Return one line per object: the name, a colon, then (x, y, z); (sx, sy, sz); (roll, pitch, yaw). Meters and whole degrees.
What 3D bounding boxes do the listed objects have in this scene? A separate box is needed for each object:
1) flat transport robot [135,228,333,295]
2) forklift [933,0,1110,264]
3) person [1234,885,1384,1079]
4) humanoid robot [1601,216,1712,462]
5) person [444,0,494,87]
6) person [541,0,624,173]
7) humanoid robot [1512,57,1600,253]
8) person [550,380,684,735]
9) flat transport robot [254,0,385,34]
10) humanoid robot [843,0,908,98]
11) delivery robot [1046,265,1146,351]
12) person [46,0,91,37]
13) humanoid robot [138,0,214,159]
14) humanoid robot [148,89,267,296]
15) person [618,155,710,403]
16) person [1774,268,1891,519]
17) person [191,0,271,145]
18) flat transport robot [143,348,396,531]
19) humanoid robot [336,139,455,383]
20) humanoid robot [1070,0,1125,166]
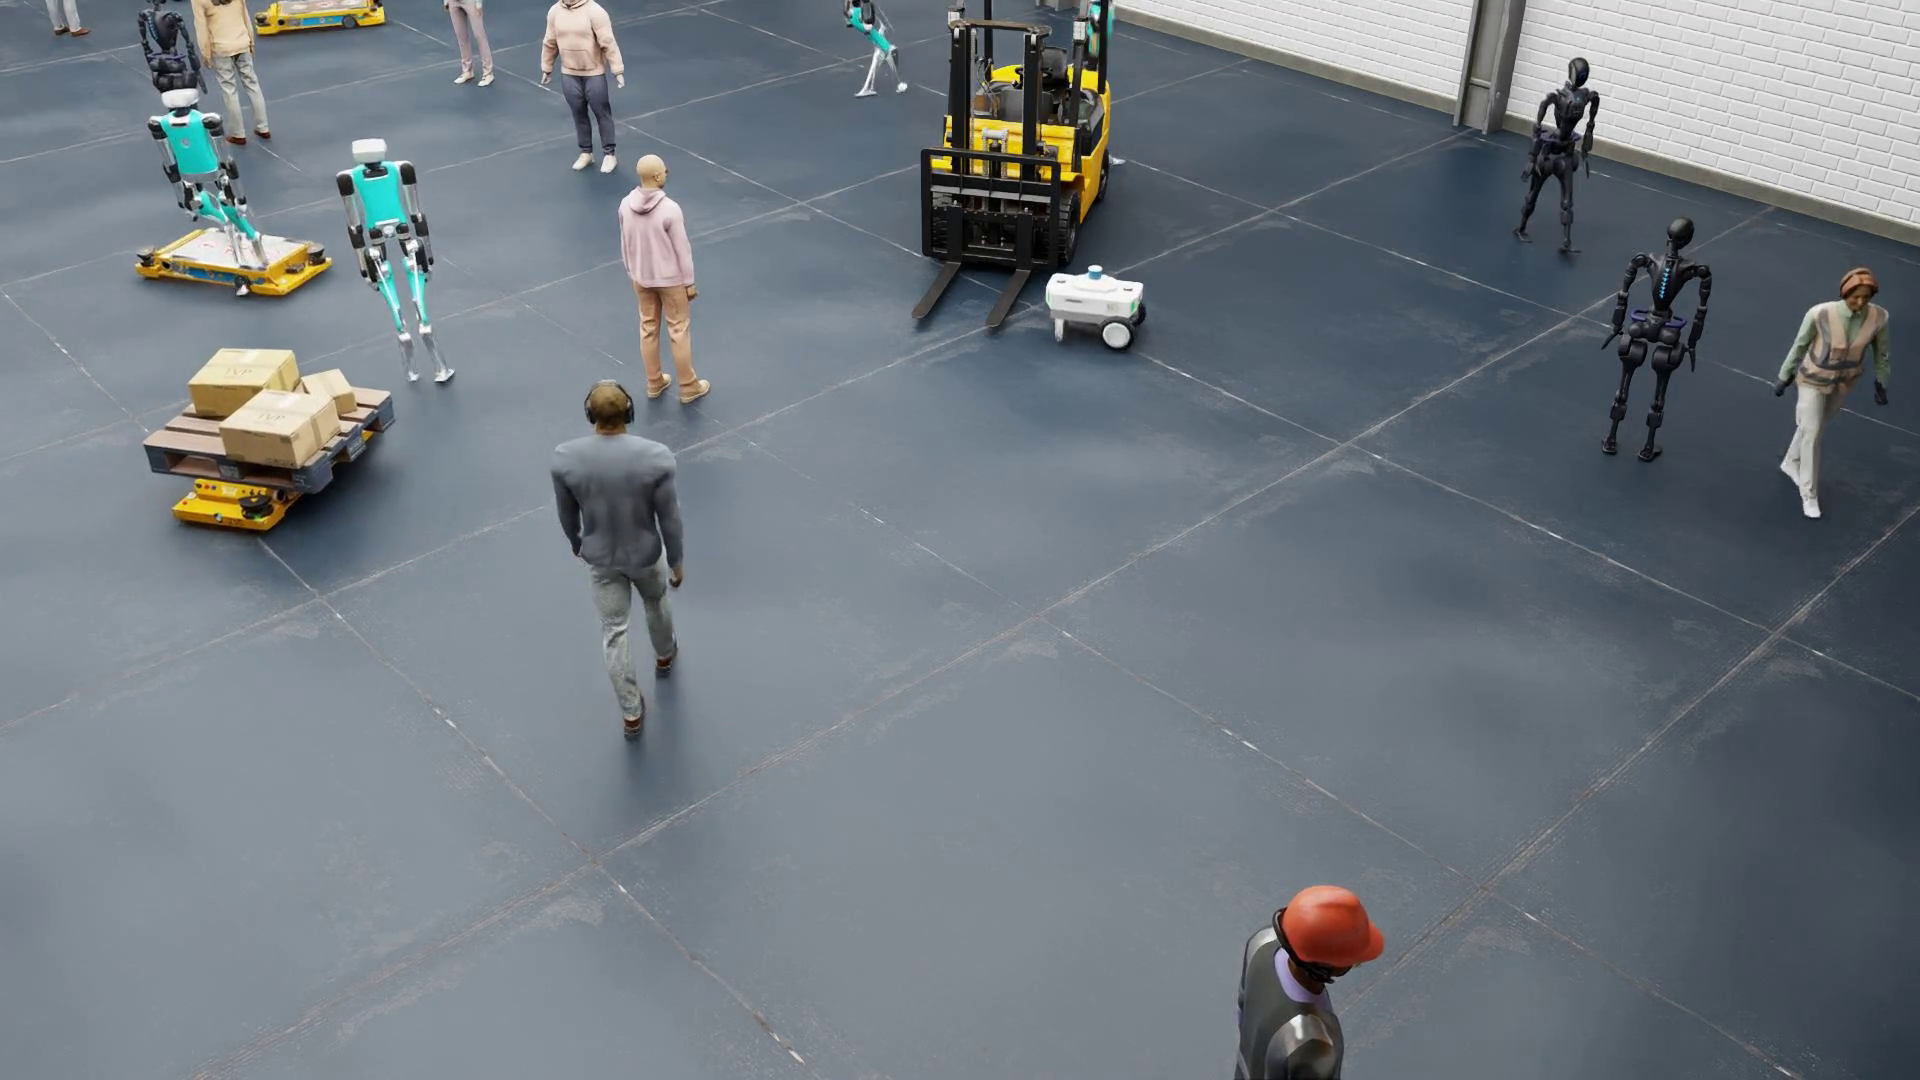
flat transport robot: (-5.991, -2.303, 13.712); (1.431, 0.231, 0.659); (10, 34, 15)
forklift: (0.570, -3.725, 14.138); (1.214, 2.155, 2.313); (9, 34, 13)
person: (1.112, 1.924, 5.593); (0.389, 2.040, 0.613); (-5, 33, -7)
humanoid robot: (4.541, -1.327, 10.908); (0.599, 1.657, 0.315); (17, 37, 25)
person: (-5.246, -5.684, 17.544); (0.520, 1.759, 0.331); (13, 35, 19)
person: (-3.483, -4.355, 15.416); (0.820, 1.855, 0.430); (6, 34, 10)
humanoid robot: (4.982, -3.189, 13.809); (0.589, 1.624, 0.738); (-7, 34, -10)
person: (-1.743, 0.019, 8.653); (0.633, 1.894, 0.916); (-5, 33, -7)
flat transport robot: (-7.608, -6.254, 19.785); (1.431, 0.231, 0.659); (-10, 34, -15)
humanoid robot: (-0.845, -5.451, 17.278); (0.864, 1.848, 0.530); (-16, 36, -23)
delivery robot: (1.051, -1.777, 12.659); (0.784, 0.613, 0.523); (9, 34, 13)
person: (-10.402, -6.607, 19.067); (0.473, 1.642, 0.334); (7, 34, 11)
humanoid robot: (-7.411, -4.416, 15.667); (0.593, 1.652, 0.320); (8, 34, 12)
humanoid robot: (-5.813, -2.682, 13.039); (0.543, 1.875, 0.755); (-2, 33, -4)
person: (-2.082, -1.790, 11.538); (0.522, 1.781, 0.406); (12, 35, 18)
person: (5.466, -0.934, 10.373); (0.628, 1.599, 0.770); (-1, 33, -1)
person: (-7.039, -4.746, 16.007); (0.404, 1.871, 0.558); (24, 40, 32)
flat transport robot: (-4.495, -0.537, 10.999); (0.659, 0.231, 1.431); (7, 34, 11)
humanoid robot: (-3.953, -1.883, 11.713); (0.536, 1.780, 0.709); (-13, 35, -19)
humanoid robot: (1.029, -4.274, 15.442); (1.040, 1.770, 0.549); (8, 34, 12)
